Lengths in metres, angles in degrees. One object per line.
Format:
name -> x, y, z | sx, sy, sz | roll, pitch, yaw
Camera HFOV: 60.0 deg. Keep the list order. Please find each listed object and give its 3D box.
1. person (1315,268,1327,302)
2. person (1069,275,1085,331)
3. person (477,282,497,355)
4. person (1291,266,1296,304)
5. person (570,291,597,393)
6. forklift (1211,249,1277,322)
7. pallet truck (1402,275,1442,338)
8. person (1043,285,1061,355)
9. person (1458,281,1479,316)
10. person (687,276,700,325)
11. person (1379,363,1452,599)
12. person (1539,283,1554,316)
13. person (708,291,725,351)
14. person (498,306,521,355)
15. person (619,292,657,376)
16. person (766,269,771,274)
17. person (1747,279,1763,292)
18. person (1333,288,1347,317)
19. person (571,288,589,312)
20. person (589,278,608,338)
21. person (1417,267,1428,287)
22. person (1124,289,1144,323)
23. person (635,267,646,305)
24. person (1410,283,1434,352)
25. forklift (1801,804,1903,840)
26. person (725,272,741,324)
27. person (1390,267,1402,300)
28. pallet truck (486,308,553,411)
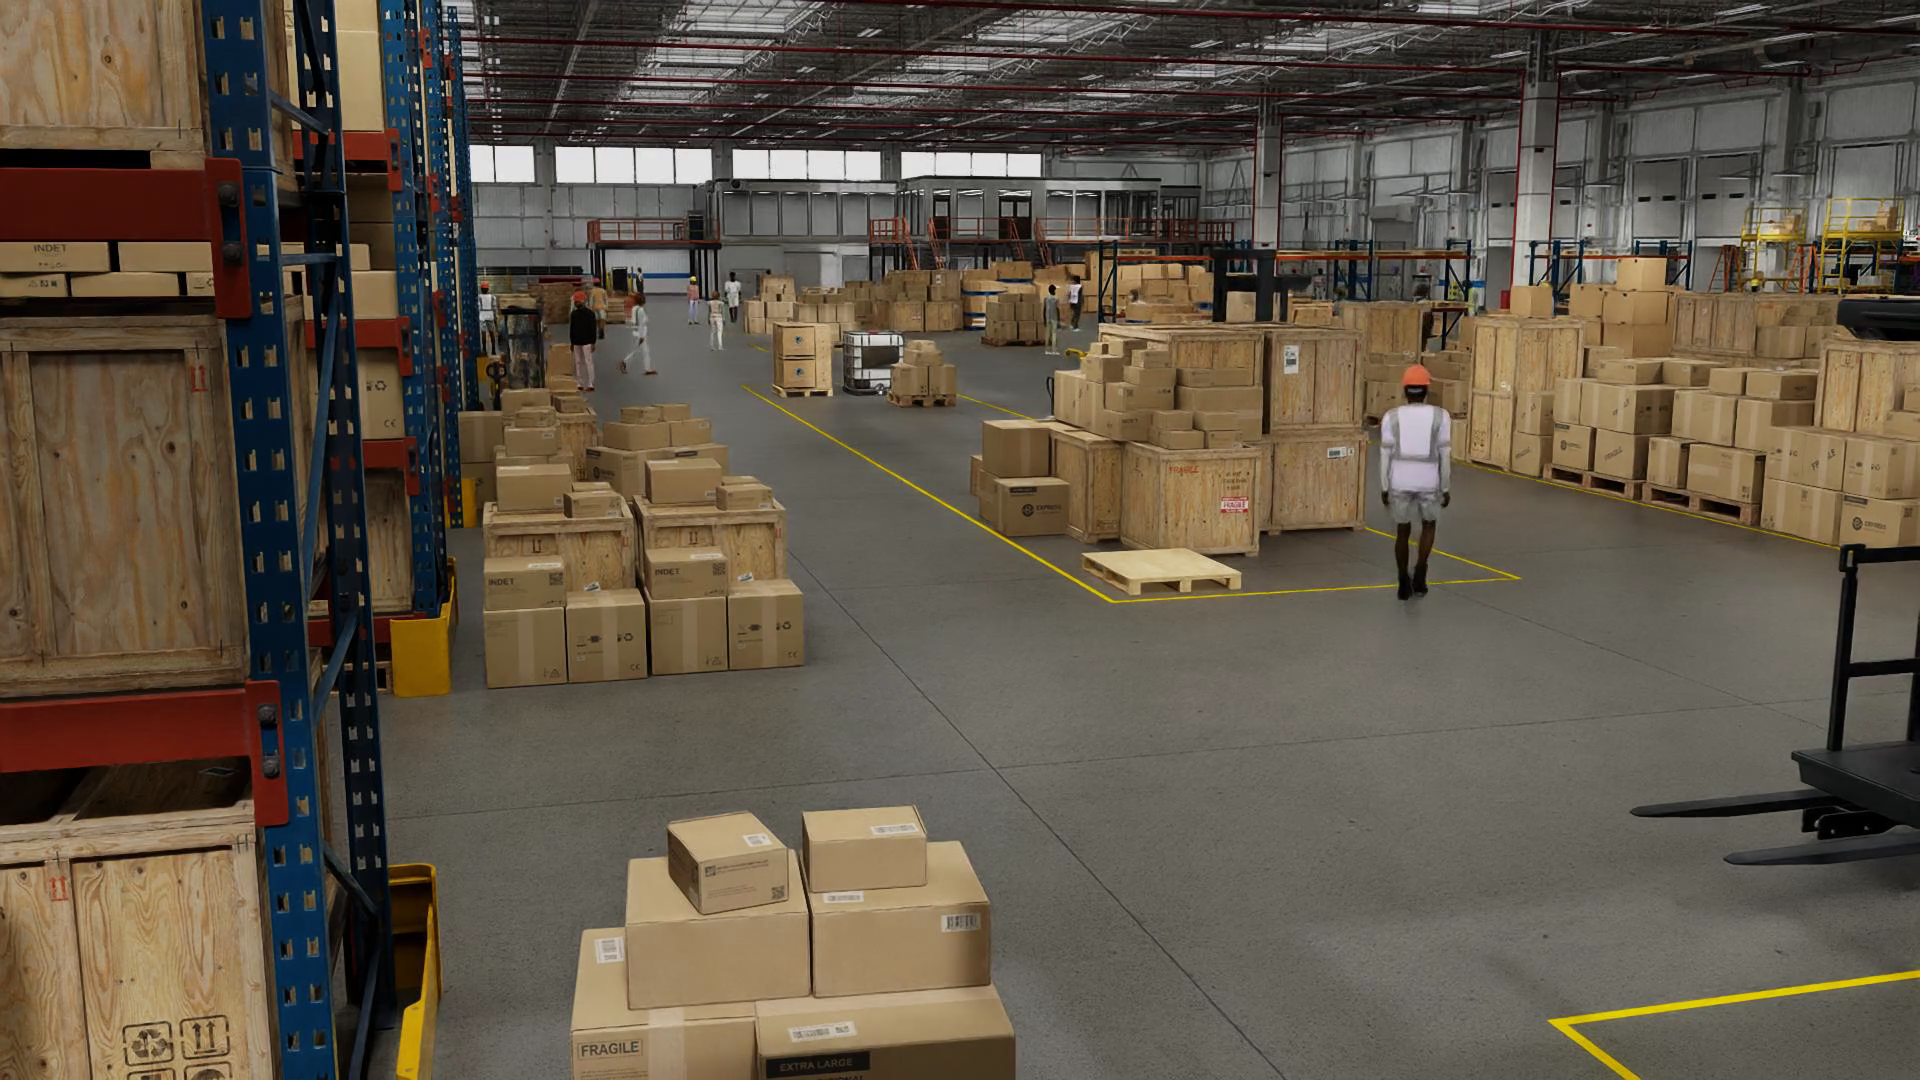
person -> 17.212, -12.063, 79.465 | 0.431, 1.835, 0.624 | -9, 14, -43
person -> 3.973, -8.040, 56.486 | 0.455, 1.904, 0.598 | -7, 12, -35
person -> -12.566, -5.870, 44.082 | 0.552, 1.935, 0.369 | -6, 12, -31
person -> 15.878, -12.065, 79.208 | 0.405, 1.918, 0.564 | 3, 11, 18
person -> -7.415, -3.878, 32.650 | 0.626, 1.988, 0.386 | 5, 11, 28
forklift -> 4.096, -2.845, 24.282 | 1.129, 2.768, 1.873 | 9, 14, 42
pallet truck -> 14.620, -7.324, 52.145 | 0.823, 1.965, 1.885 | 8, 13, 40
person -> 2.443, -5.828, 44.078 | 0.509, 1.860, 0.333 | 7, 12, 33
person -> 15.868, -7.194, 51.970 | 0.632, 1.807, 0.844 | 4, 11, 21
person -> -9.800, -8.800, 61.158 | 0.309, 1.769, 0.525 | 9, 13, 41
person -> 3.704, -0.470, 13.544 | 0.581, 1.919, 0.423 | 3, 11, 18
person -> 15.386, -5.865, 44.124 | 0.625, 1.902, 0.707 | -2, 10, -9
person -> -6.725, -6.042, 45.922 | 0.509, 1.633, 0.312 | 2, 10, 13
person -> -9.388, -4.053, 34.680 | 0.592, 1.664, 0.795 | 3, 10, 14
person -> -7.150, -4.560, 36.882 | 0.765, 1.866, 0.581 | -6, 12, -33
person -> -8.135, -10.571, 70.789 | 0.590, 1.908, 0.447 | -1, 10, -3
person -> 23.389, -6.734, 49.062 | 0.587, 1.903, 0.824 | 4, 11, 21
person -> 8.923, -5.025, 39.434 | 0.993, 1.884, 0.647 | -2, 10, -13
person -> -11.638, -6.924, 50.966 | 0.624, 1.599, 0.629 | 0, 10, 1
person -> -11.227, -7.201, 51.766 | 0.568, 1.895, 0.841 | -3, 11, -18
person -> 21.156, -11.550, 76.240 | 0.622, 1.951, 1.018 | 1, 10, 4
person -> 3.950, -4.815, 38.249 | 1.014, 1.883, 0.651 | -5, 11, -24
person -> -15.745, -12.496, 81.860 | 0.507, 1.847, 0.345 | 7, 12, 35
person -> 10.789, -5.047, 39.130 | 0.838, 2.000, 0.691 | -2, 10, -13
forklift -> 5.125, 0.112, 7.540 | 1.873, 2.768, 1.129 | -3, 10, -15
person -> -8.428, -8.992, 61.762 | 0.609, 1.939, 0.857 | -1, 10, -7
person -> 20.634, -11.946, 78.561 | 0.639, 1.909, 0.802 | -2, 10, -10
pallet truck -> -6.242, -2.418, 24.362 | 0.823, 1.965, 1.885 | 1, 10, 3
